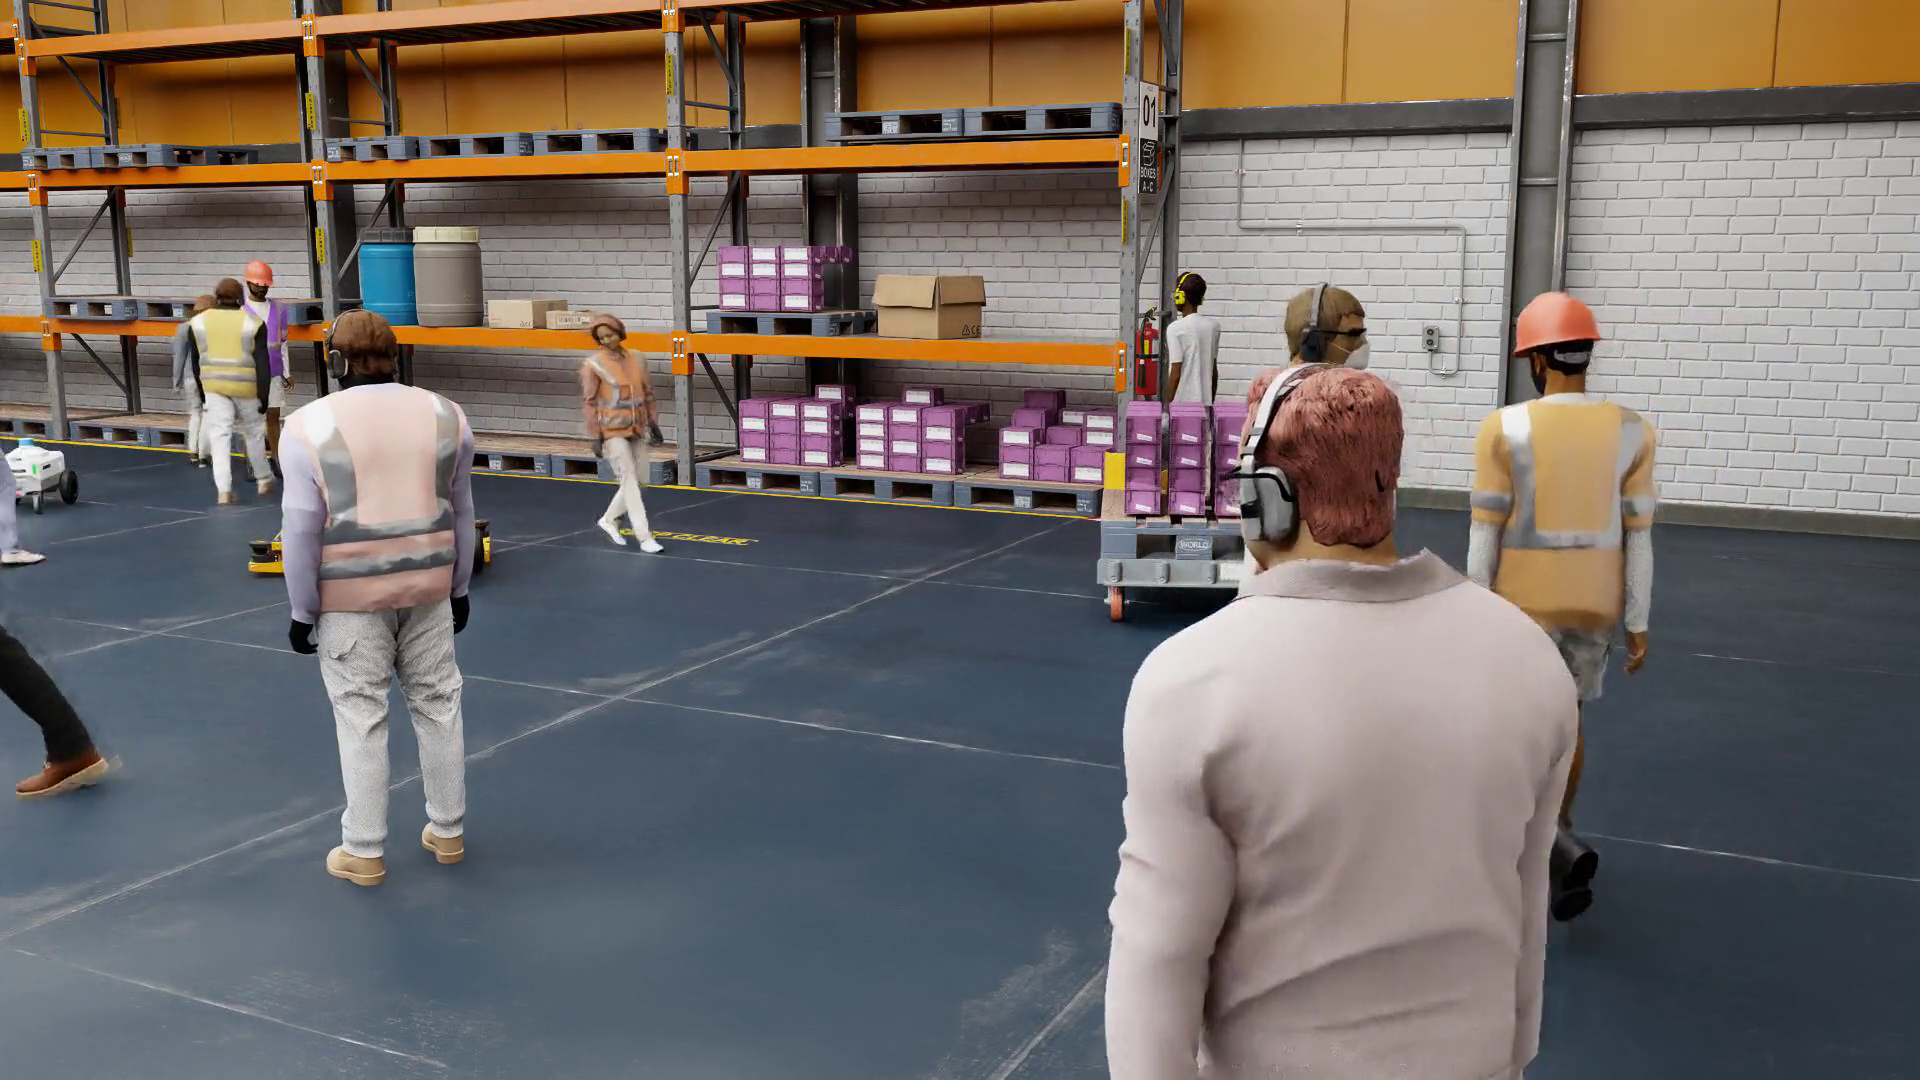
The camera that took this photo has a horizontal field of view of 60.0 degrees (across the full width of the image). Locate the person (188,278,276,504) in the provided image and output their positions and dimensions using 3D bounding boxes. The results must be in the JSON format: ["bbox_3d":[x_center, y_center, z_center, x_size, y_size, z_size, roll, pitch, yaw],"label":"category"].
[{"bbox_3d":[-5.883,-1.213,13.476,0.641,1.791,0.965,-2,10,-9],"label":"person"}]

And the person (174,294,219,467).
[{"bbox_3d":[-7.080,-1.495,15.628,0.541,1.599,0.559,-1,10,-7],"label":"person"}]

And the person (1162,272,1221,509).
[{"bbox_3d":[1.574,-0.901,11.470,0.518,1.869,0.327,-8,13,-39],"label":"person"}]

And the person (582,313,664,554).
[{"bbox_3d":[-2.239,-0.712,11.102,0.592,1.604,0.538,7,12,35],"label":"person"}]

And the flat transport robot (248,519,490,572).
[{"bbox_3d":[-3.777,0.027,10.721,1.431,0.197,0.652,-3,10,-15],"label":"flat transport robot"}]

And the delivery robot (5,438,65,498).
[{"bbox_3d":[-7.256,-0.552,12.956,0.477,0.478,0.707,-2,10,-12],"label":"delivery robot"}]

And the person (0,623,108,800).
[{"bbox_3d":[-3.606,0.051,5.831,1.057,1.944,0.605,-6,12,-31],"label":"person"}]

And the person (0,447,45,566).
[{"bbox_3d":[-6.175,-0.665,10.470,0.535,1.732,0.713,4,11,24],"label":"person"}]

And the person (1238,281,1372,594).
[{"bbox_3d":[1.037,0.201,4.994,0.392,1.945,0.632,3,10,15],"label":"person"}]

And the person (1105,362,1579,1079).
[{"bbox_3d":[0.500,0.723,2.127,0.673,1.886,0.545,-3,10,-18],"label":"person"}]

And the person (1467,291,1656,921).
[{"bbox_3d":[1.841,0.200,5.071,0.550,1.902,0.804,0,10,1],"label":"person"}]

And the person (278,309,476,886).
[{"bbox_3d":[-1.862,0.184,5.345,0.623,1.839,0.429,-9,13,-40],"label":"person"}]

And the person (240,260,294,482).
[{"bbox_3d":[-6.115,-1.475,14.579,0.374,1.928,0.543,9,13,42],"label":"person"}]
